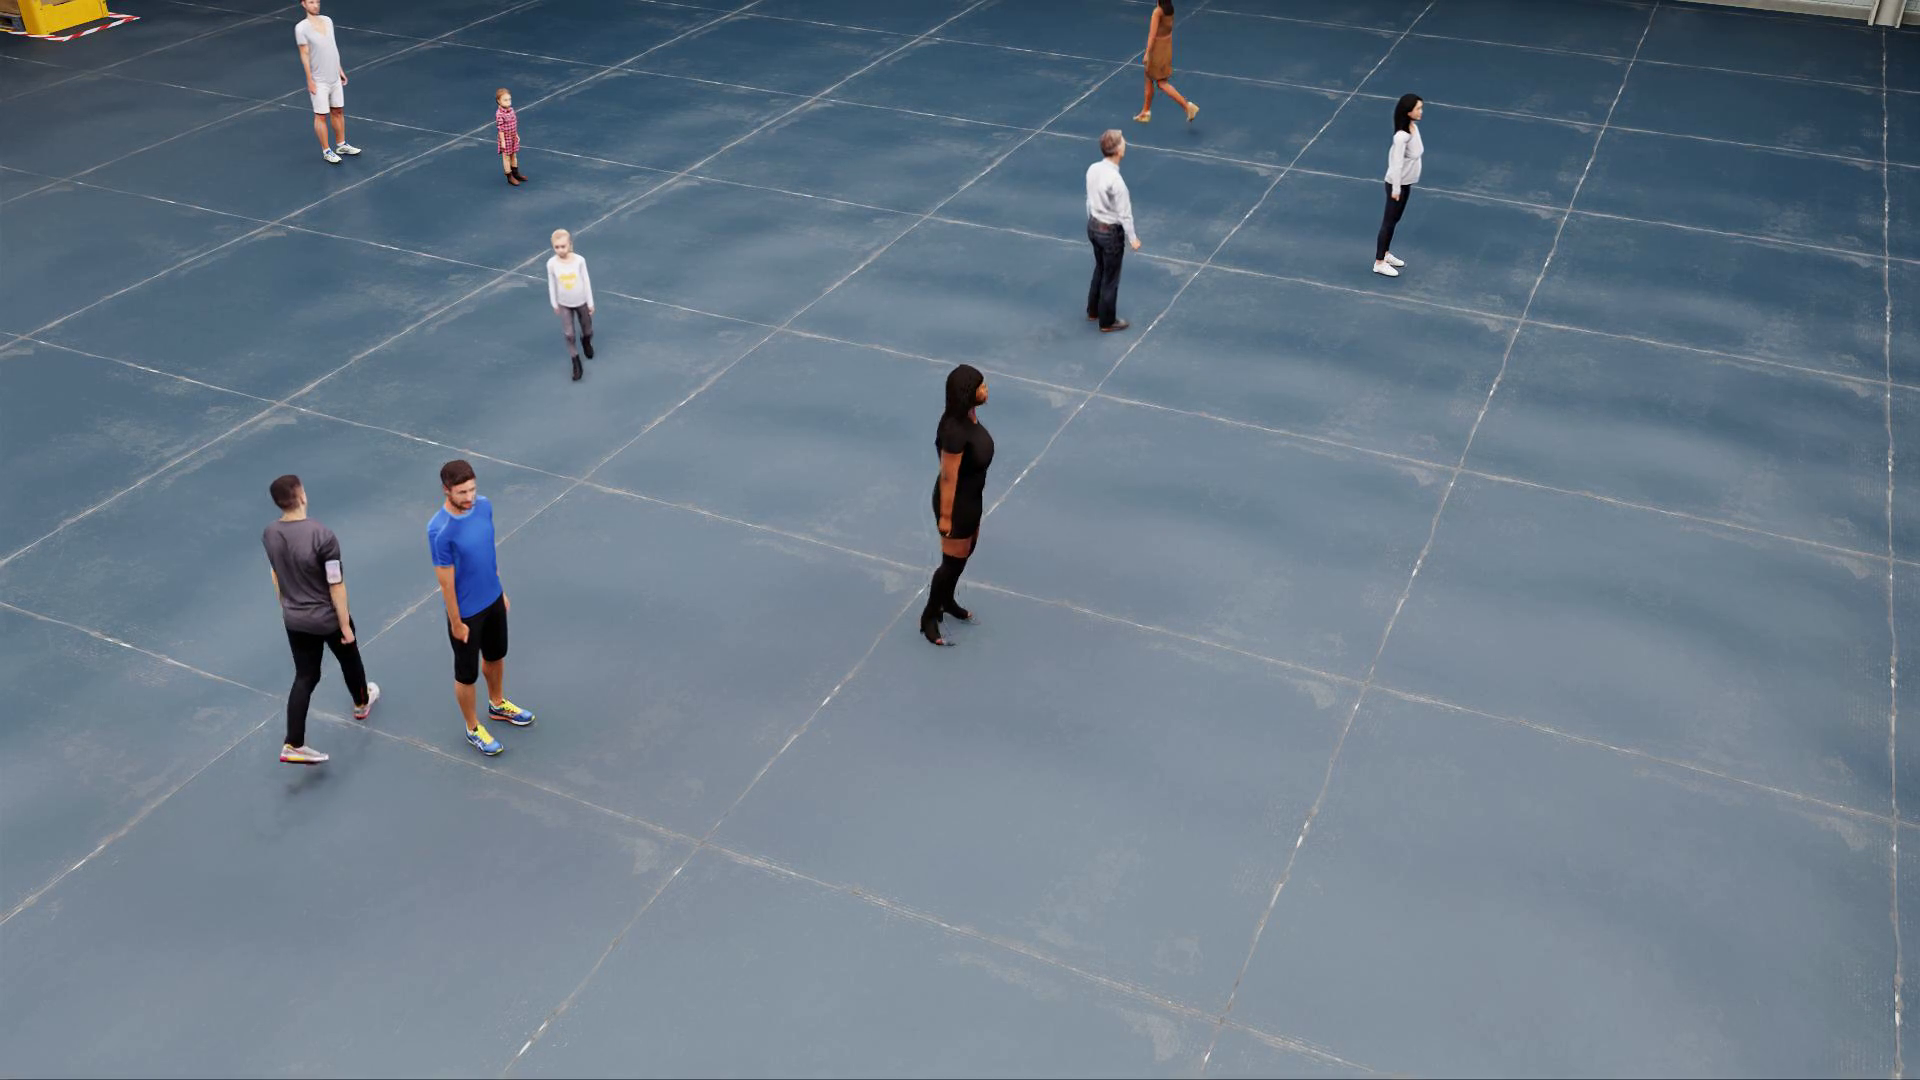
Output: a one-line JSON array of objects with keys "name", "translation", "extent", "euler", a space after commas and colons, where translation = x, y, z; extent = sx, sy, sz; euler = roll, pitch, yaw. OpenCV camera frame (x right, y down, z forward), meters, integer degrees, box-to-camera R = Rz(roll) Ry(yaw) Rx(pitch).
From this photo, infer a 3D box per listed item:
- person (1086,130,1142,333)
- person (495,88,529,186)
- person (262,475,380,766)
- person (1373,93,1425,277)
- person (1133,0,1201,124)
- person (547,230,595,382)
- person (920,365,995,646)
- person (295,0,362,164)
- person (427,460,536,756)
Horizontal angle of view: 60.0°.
[{"name": "person", "translation": [1.245, -2.656, 14.399], "extent": [0.855, 1.815, 0.777], "euler": [-15, 35, -23]}, {"name": "person", "translation": [-4.834, -4.335, 17.804], "extent": [0.441, 1.021, 0.425], "euler": [15, 35, 23]}, {"name": "person", "translation": [-3.712, 0.507, 9.471], "extent": [1.126, 1.722, 0.869], "euler": [8, 33, 13]}, {"name": "person", "translation": [4.119, -3.351, 15.607], "extent": [0.533, 1.700, 0.606], "euler": [15, 35, 23]}, {"name": "person", "translation": [2.380, -5.551, 19.134], "extent": [1.032, 1.657, 0.580], "euler": [13, 34, 19]}, {"name": "person", "translation": [-3.225, -1.999, 13.869], "extent": [0.743, 1.268, 0.771], "euler": [-6, 33, -9]}, {"name": "person", "translation": [-0.030, -0.202, 10.501], "extent": [0.745, 1.824, 0.827], "euler": [12, 34, 19]}, {"name": "person", "translation": [-6.988, -5.109, 18.254], "extent": [0.560, 1.850, 0.670], "euler": [15, 35, 23]}, {"name": "person", "translation": [-2.806, 0.352, 9.581], "extent": [0.552, 1.866, 0.602], "euler": [15, 35, 23]}]
